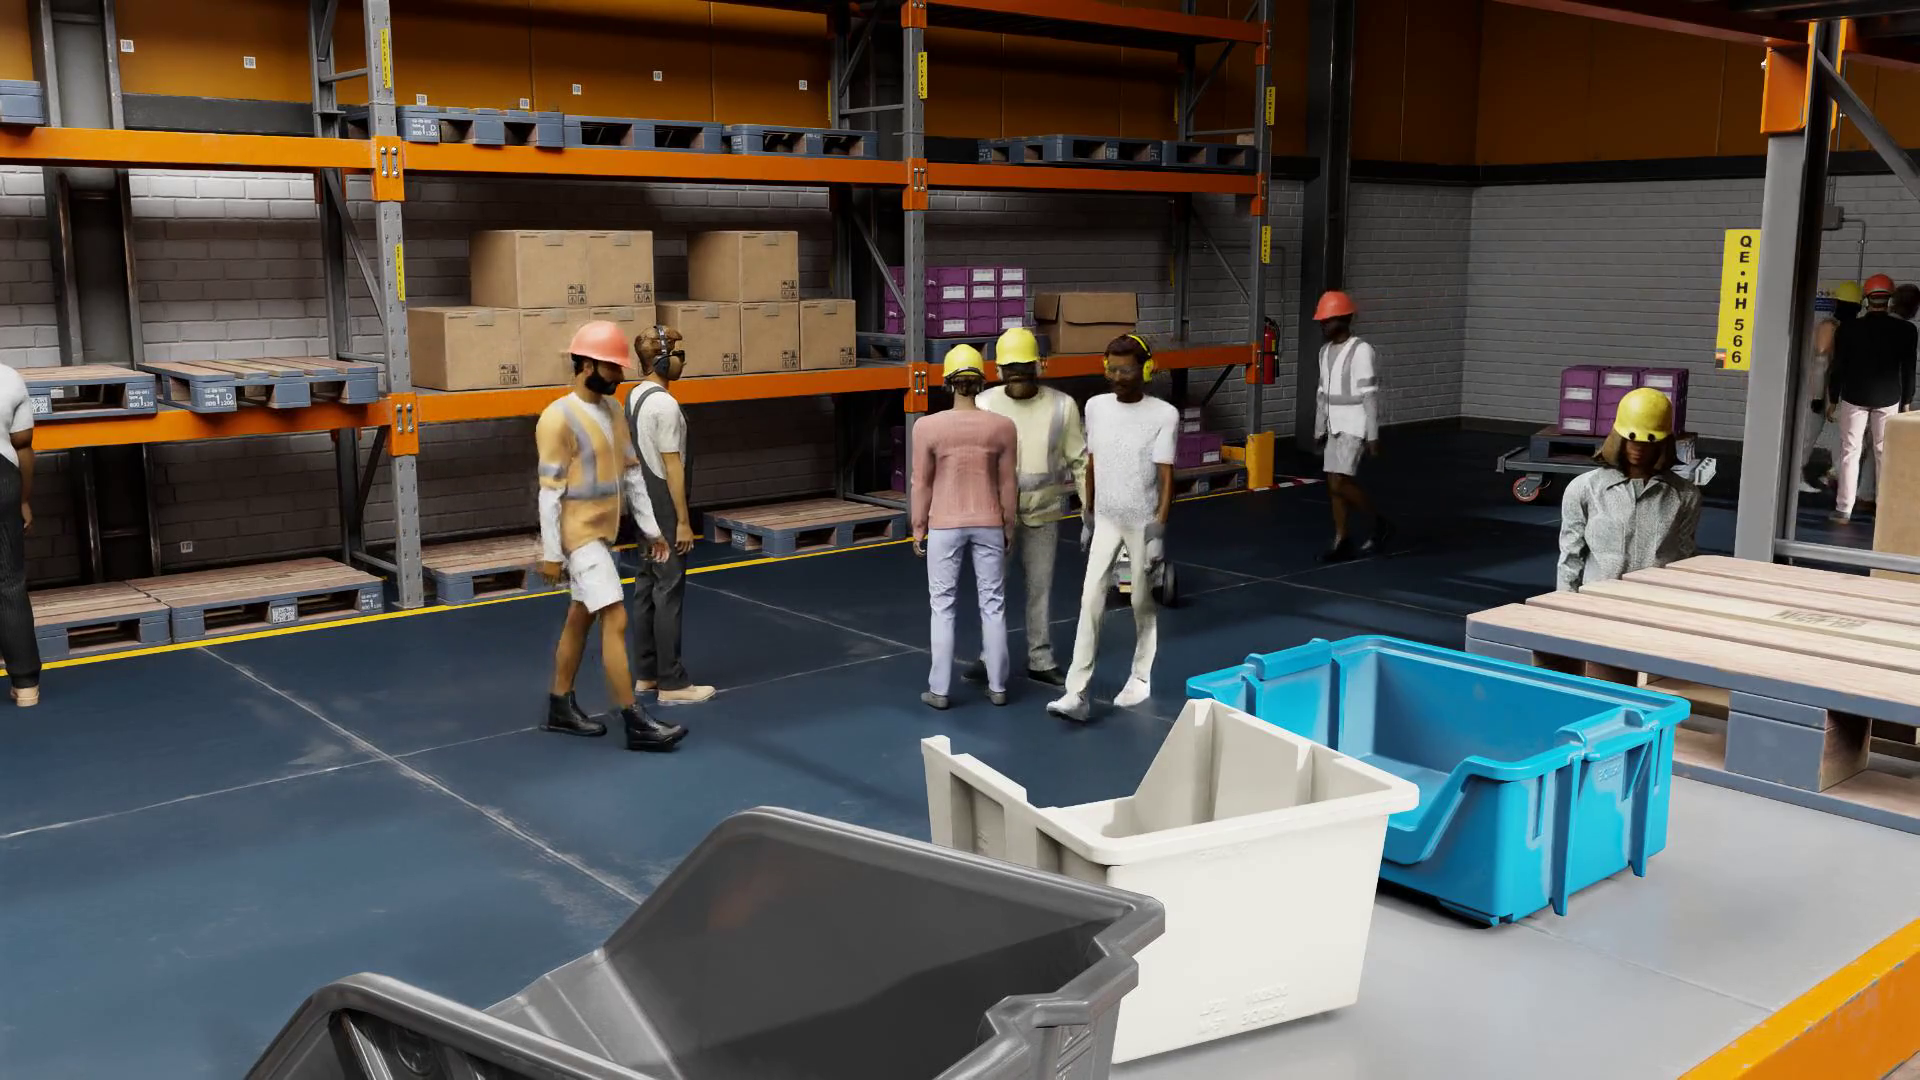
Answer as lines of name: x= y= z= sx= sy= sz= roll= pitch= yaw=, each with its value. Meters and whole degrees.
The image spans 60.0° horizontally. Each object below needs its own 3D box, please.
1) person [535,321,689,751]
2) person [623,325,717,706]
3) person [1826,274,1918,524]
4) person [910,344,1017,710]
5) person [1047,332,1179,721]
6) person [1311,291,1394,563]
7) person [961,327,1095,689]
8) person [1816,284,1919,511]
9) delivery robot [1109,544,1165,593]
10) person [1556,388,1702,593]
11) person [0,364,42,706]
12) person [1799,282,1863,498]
person: x=-1.520 y=-0.013 z=7.385 sx=0.884 sy=1.893 sz=0.541 roll=3 pitch=10 yaw=15
person: x=-1.443 y=-0.118 z=8.098 sx=0.346 sy=1.846 sz=0.506 roll=-7 pitch=12 yaw=-34
person: x=7.252 y=-1.114 z=13.266 sx=0.623 sy=1.989 sz=0.400 roll=3 pitch=10 yaw=15
person: x=0.016 y=-0.061 z=8.036 sx=0.521 sy=1.758 sz=0.350 roll=-2 pitch=10 yaw=-12
person: x=0.722 y=-0.041 z=7.741 sx=0.530 sy=1.813 sz=0.963 roll=6 pitch=12 yaw=28
person: x=2.694 y=-0.772 z=11.595 sx=0.573 sy=1.914 sz=0.590 roll=-3 pitch=11 yaw=-17
person: x=0.345 y=-0.141 z=8.296 sx=0.701 sy=1.830 sz=0.410 roll=0 pitch=10 yaw=2
person: x=7.595 y=-1.164 z=13.794 sx=0.561 sy=1.906 sz=0.680 roll=-1 pitch=10 yaw=-6
delivery robot: x=1.087 y=0.062 z=10.441 sx=0.477 sy=0.478 sz=0.707 roll=0 pitch=10 yaw=2
person: x=2.369 y=0.325 z=5.927 sx=0.483 sy=1.736 sz=0.311 roll=1 pitch=10 yaw=5
person: x=-4.768 y=-0.178 z=7.888 sx=0.673 sy=2.000 sz=0.536 roll=-9 pitch=14 yaw=-43
person: x=7.760 y=-1.318 z=14.678 sx=0.803 sy=1.884 sz=0.619 roll=6 pitch=12 yaw=32
